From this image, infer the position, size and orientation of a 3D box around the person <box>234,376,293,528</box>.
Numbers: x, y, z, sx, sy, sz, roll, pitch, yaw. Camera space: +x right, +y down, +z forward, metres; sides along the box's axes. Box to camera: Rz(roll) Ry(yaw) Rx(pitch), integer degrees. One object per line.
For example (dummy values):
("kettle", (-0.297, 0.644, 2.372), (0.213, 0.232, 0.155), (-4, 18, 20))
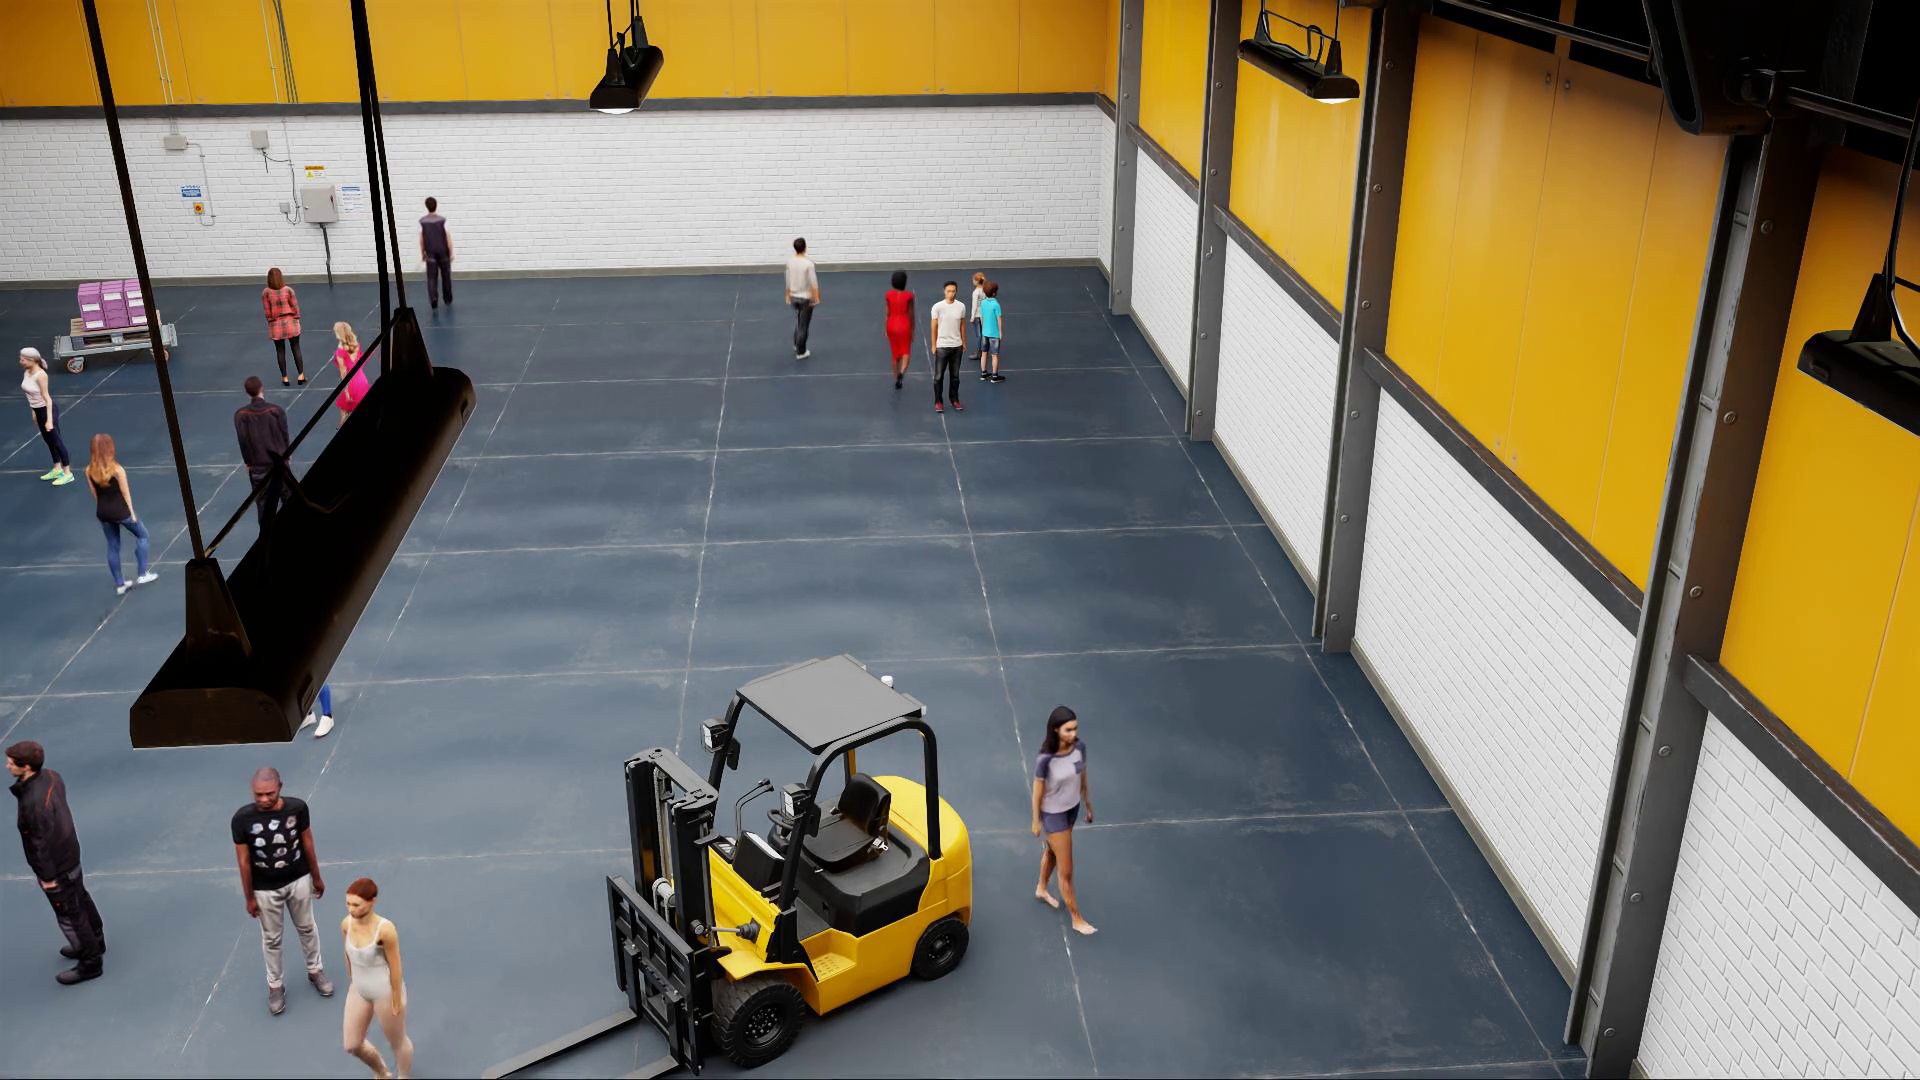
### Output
("person", (-7.646, -0.880, 18.377), (0.753, 1.910, 0.691), (-10, 25, -21))

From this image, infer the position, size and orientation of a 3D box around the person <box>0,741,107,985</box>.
("person", (-6.209, 2.185, 11.454), (0.832, 1.838, 0.632), (-10, 25, -21))

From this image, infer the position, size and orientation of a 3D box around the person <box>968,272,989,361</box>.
("person", (0.289, -3.336, 24.738), (0.623, 1.315, 0.554), (12, 26, 26))

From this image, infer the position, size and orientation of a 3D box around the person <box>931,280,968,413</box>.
("person", (-0.158, -2.647, 22.558), (0.690, 1.798, 0.622), (-8, 25, -17))

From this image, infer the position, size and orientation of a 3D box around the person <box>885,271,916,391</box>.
("person", (-0.851, -2.857, 23.123), (0.706, 1.730, 0.850), (4, 24, 8))

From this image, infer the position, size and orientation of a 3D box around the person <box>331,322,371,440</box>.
("person", (-7.563, -1.902, 20.981), (0.984, 1.697, 1.015), (13, 27, 27))

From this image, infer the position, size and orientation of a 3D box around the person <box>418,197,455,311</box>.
("person", (-8.530, -4.646, 27.091), (0.733, 1.829, 1.046), (-4, 24, -10))

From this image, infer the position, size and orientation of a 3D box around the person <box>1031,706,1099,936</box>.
("person", (0.669, 1.958, 12.134), (0.925, 1.709, 1.040), (-20, 30, -38))

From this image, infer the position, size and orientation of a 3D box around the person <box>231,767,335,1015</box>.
("person", (-4.578, 2.306, 11.220), (0.755, 1.803, 0.758), (-14, 27, -28))

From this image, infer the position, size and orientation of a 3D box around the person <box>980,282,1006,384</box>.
("person", (0.442, -2.985, 23.766), (0.589, 1.449, 0.653), (20, 30, 38))

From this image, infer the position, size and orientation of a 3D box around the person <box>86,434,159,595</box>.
("person", (-8.748, -0.234, 17.151), (0.639, 1.707, 0.692), (2, 24, 4))

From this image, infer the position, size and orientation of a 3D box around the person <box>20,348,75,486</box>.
("person", (-11.045, -1.521, 20.098), (0.678, 1.706, 0.734), (18, 29, 35))

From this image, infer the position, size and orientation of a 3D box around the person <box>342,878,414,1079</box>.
("person", (-3.588, 2.769, 10.370), (0.651, 1.636, 0.662), (7, 24, 15))

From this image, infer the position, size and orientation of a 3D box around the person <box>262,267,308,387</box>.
("person", (-9.570, -3.028, 23.547), (0.648, 1.704, 0.608), (-7, 24, -15))

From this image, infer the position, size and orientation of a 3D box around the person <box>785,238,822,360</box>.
("person", (-2.387, -3.552, 24.626), (0.776, 1.799, 0.816), (14, 27, 29))
